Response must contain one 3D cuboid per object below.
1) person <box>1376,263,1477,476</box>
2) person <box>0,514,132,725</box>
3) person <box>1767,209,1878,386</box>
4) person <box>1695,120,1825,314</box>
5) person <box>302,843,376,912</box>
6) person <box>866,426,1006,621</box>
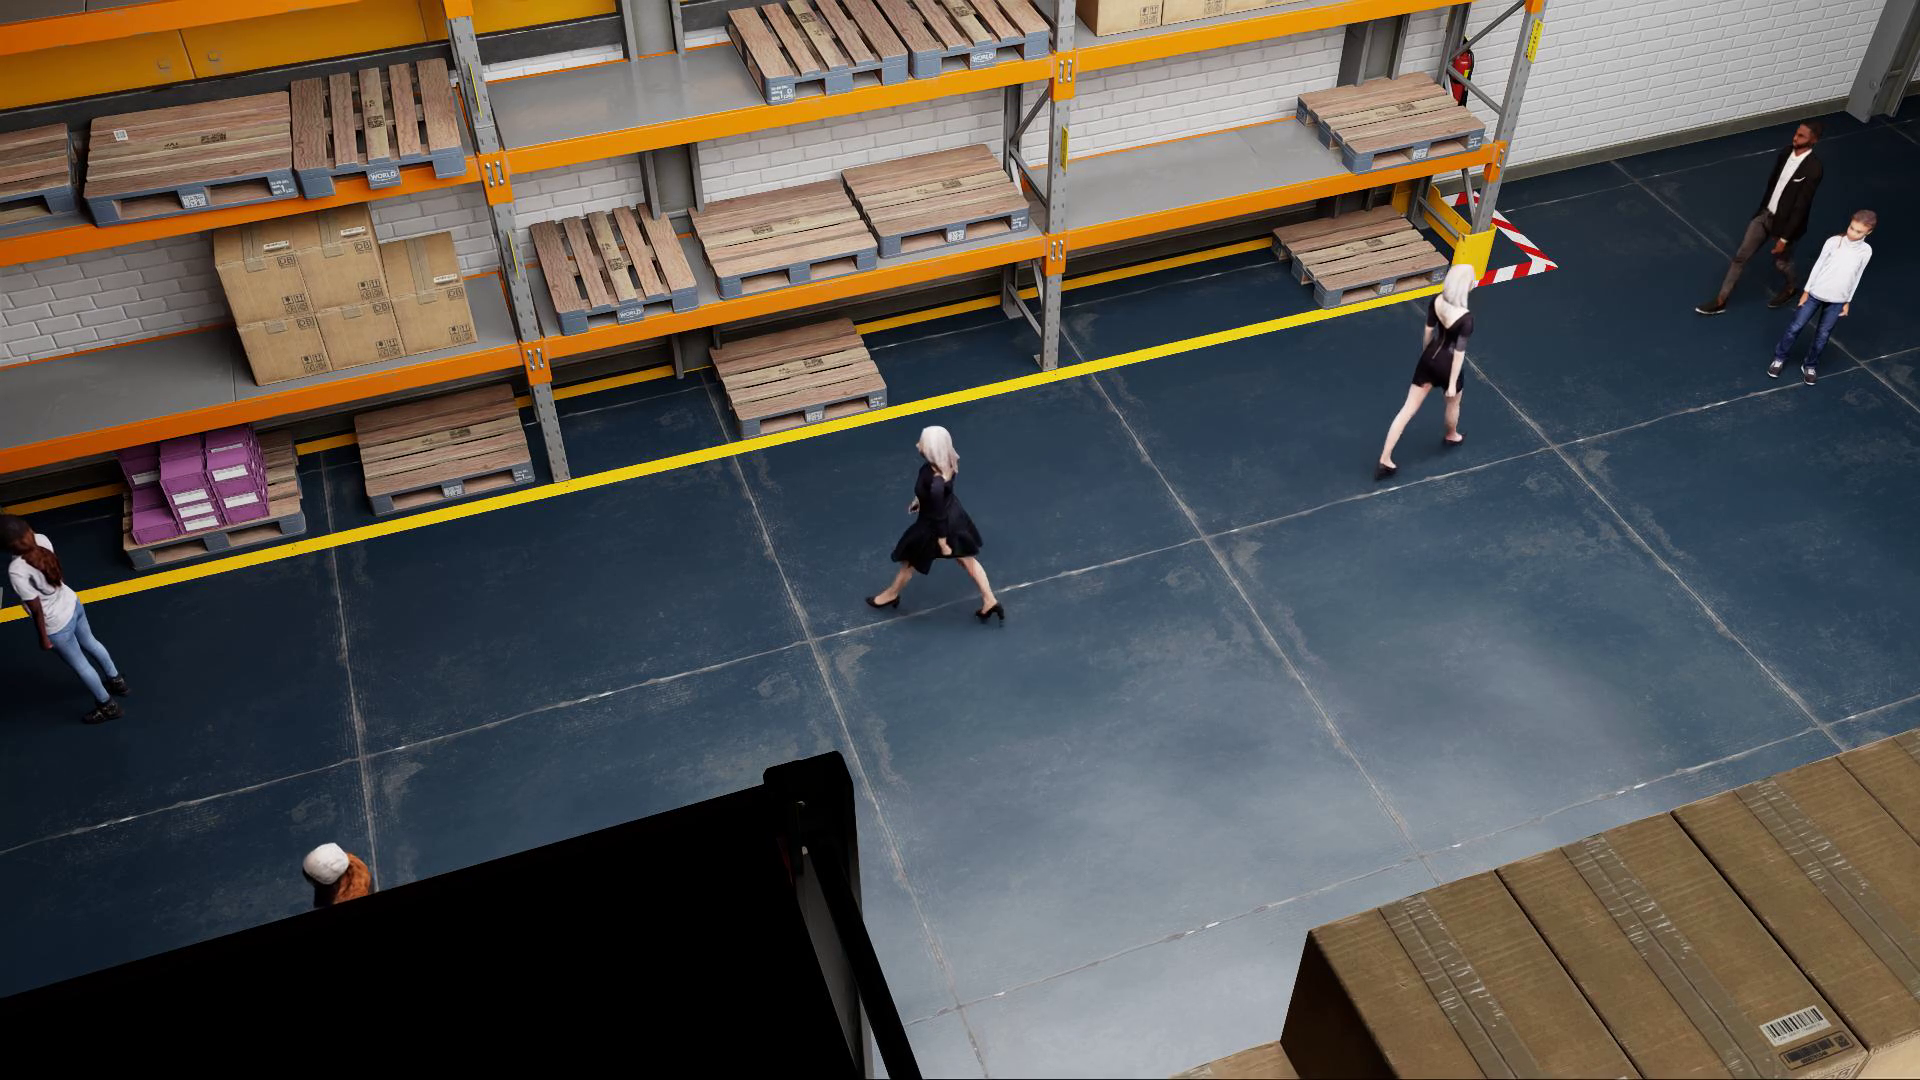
[{"bbox_3d":[3.416,-1.200,12.124,1.213,1.779,0.807,-24,49,-24],"label":"person"},{"bbox_3d":[-5.632,0.477,10.406,0.620,1.720,0.648,-1,44,-1],"label":"person"},{"bbox_3d":[6.819,-1.937,13.058,0.628,1.557,0.692,17,46,17],"label":"person"},{"bbox_3d":[6.768,-2.592,13.596,1.150,1.763,0.682,-13,45,-13],"label":"person"},{"bbox_3d":[-3.054,2.130,8.755,1.020,1.605,0.766,-6,44,-6],"label":"person"},{"bbox_3d":[-0.041,-0.062,10.999,1.250,1.682,1.021,8,44,9],"label":"person"}]
